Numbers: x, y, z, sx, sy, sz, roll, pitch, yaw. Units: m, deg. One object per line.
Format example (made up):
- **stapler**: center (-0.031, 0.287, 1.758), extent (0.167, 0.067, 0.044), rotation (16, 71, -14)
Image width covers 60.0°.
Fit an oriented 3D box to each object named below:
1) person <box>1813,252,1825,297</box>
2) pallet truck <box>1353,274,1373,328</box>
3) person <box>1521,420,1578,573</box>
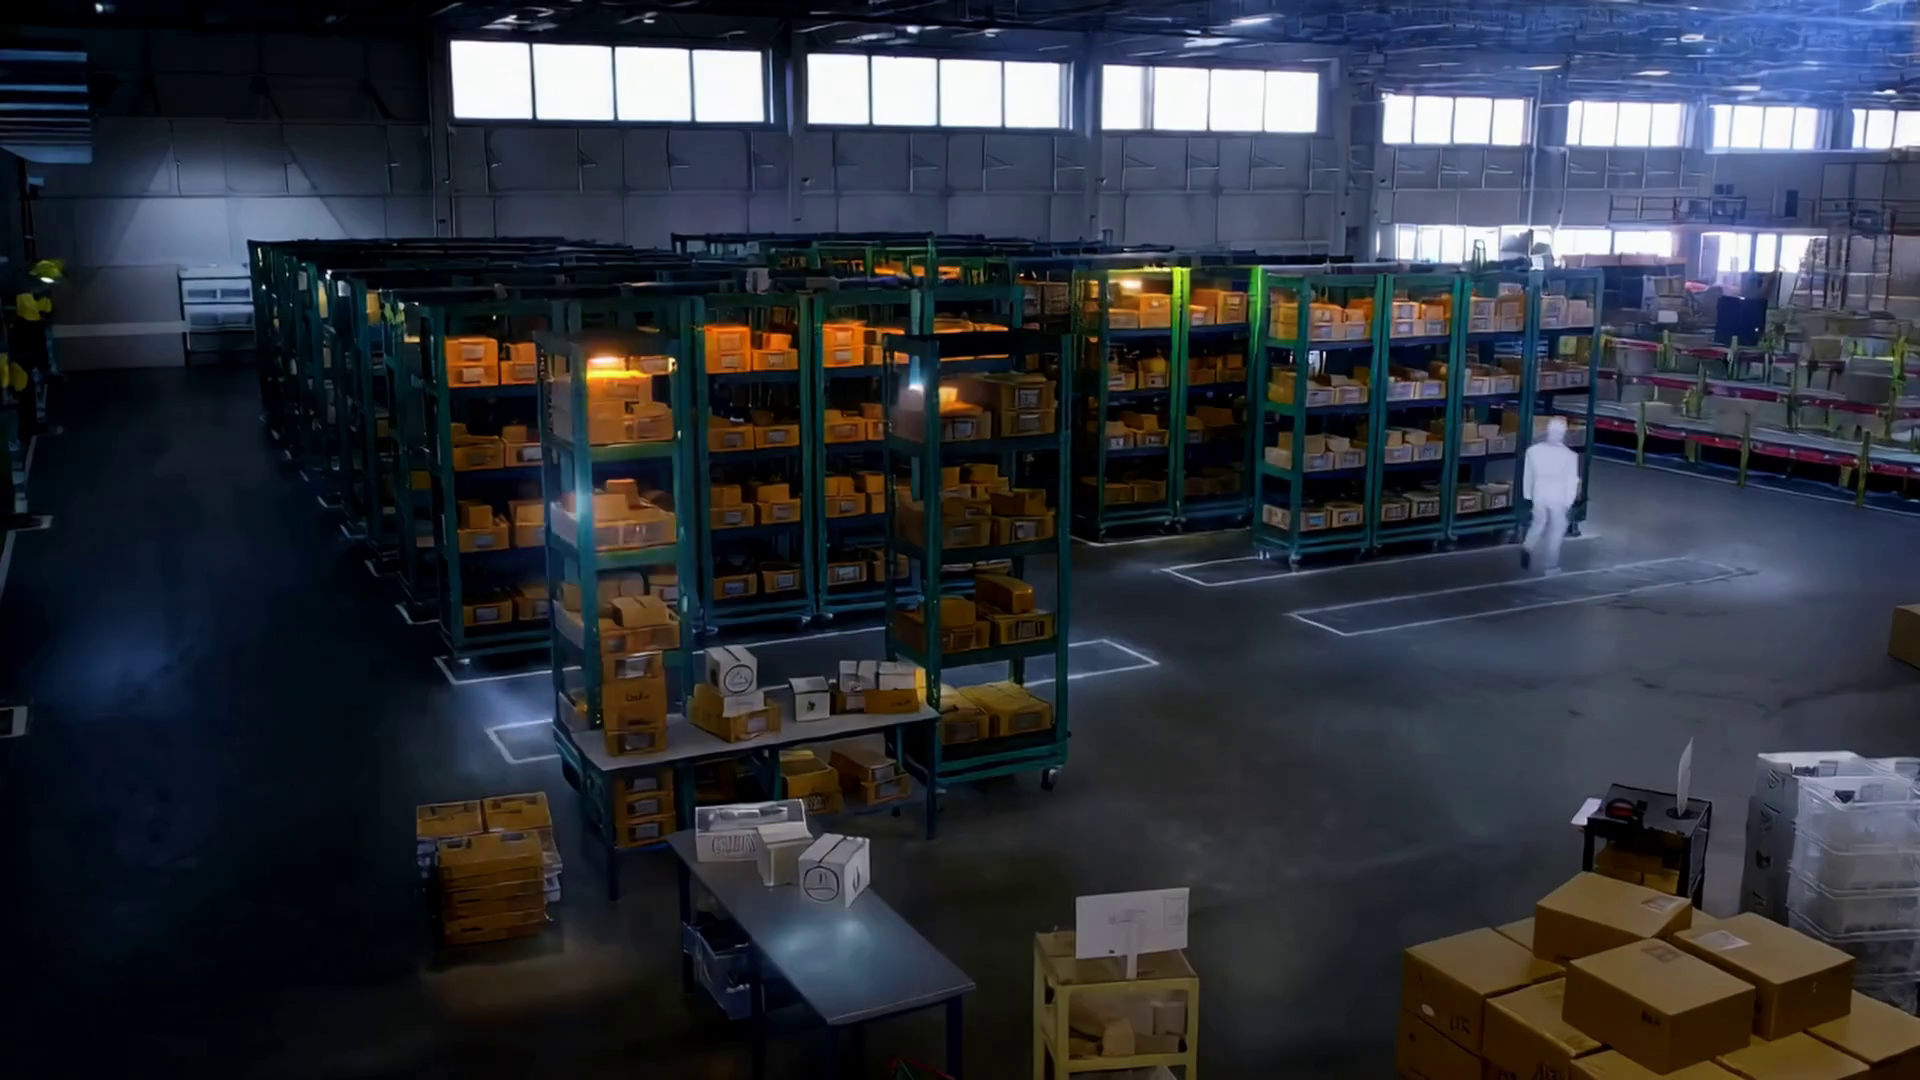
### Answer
- **person**: center (36.394, -11.269, 70.591), extent (0.621, 1.869, 0.426), rotation (-7, 14, -31)
- **pallet truck**: center (13.011, -8.050, 55.243), extent (0.823, 1.965, 1.885), rotation (-7, 14, -28)
- **person**: center (7.158, -0.508, 20.226), extent (0.649, 1.889, 0.616), rotation (11, 16, 41)
